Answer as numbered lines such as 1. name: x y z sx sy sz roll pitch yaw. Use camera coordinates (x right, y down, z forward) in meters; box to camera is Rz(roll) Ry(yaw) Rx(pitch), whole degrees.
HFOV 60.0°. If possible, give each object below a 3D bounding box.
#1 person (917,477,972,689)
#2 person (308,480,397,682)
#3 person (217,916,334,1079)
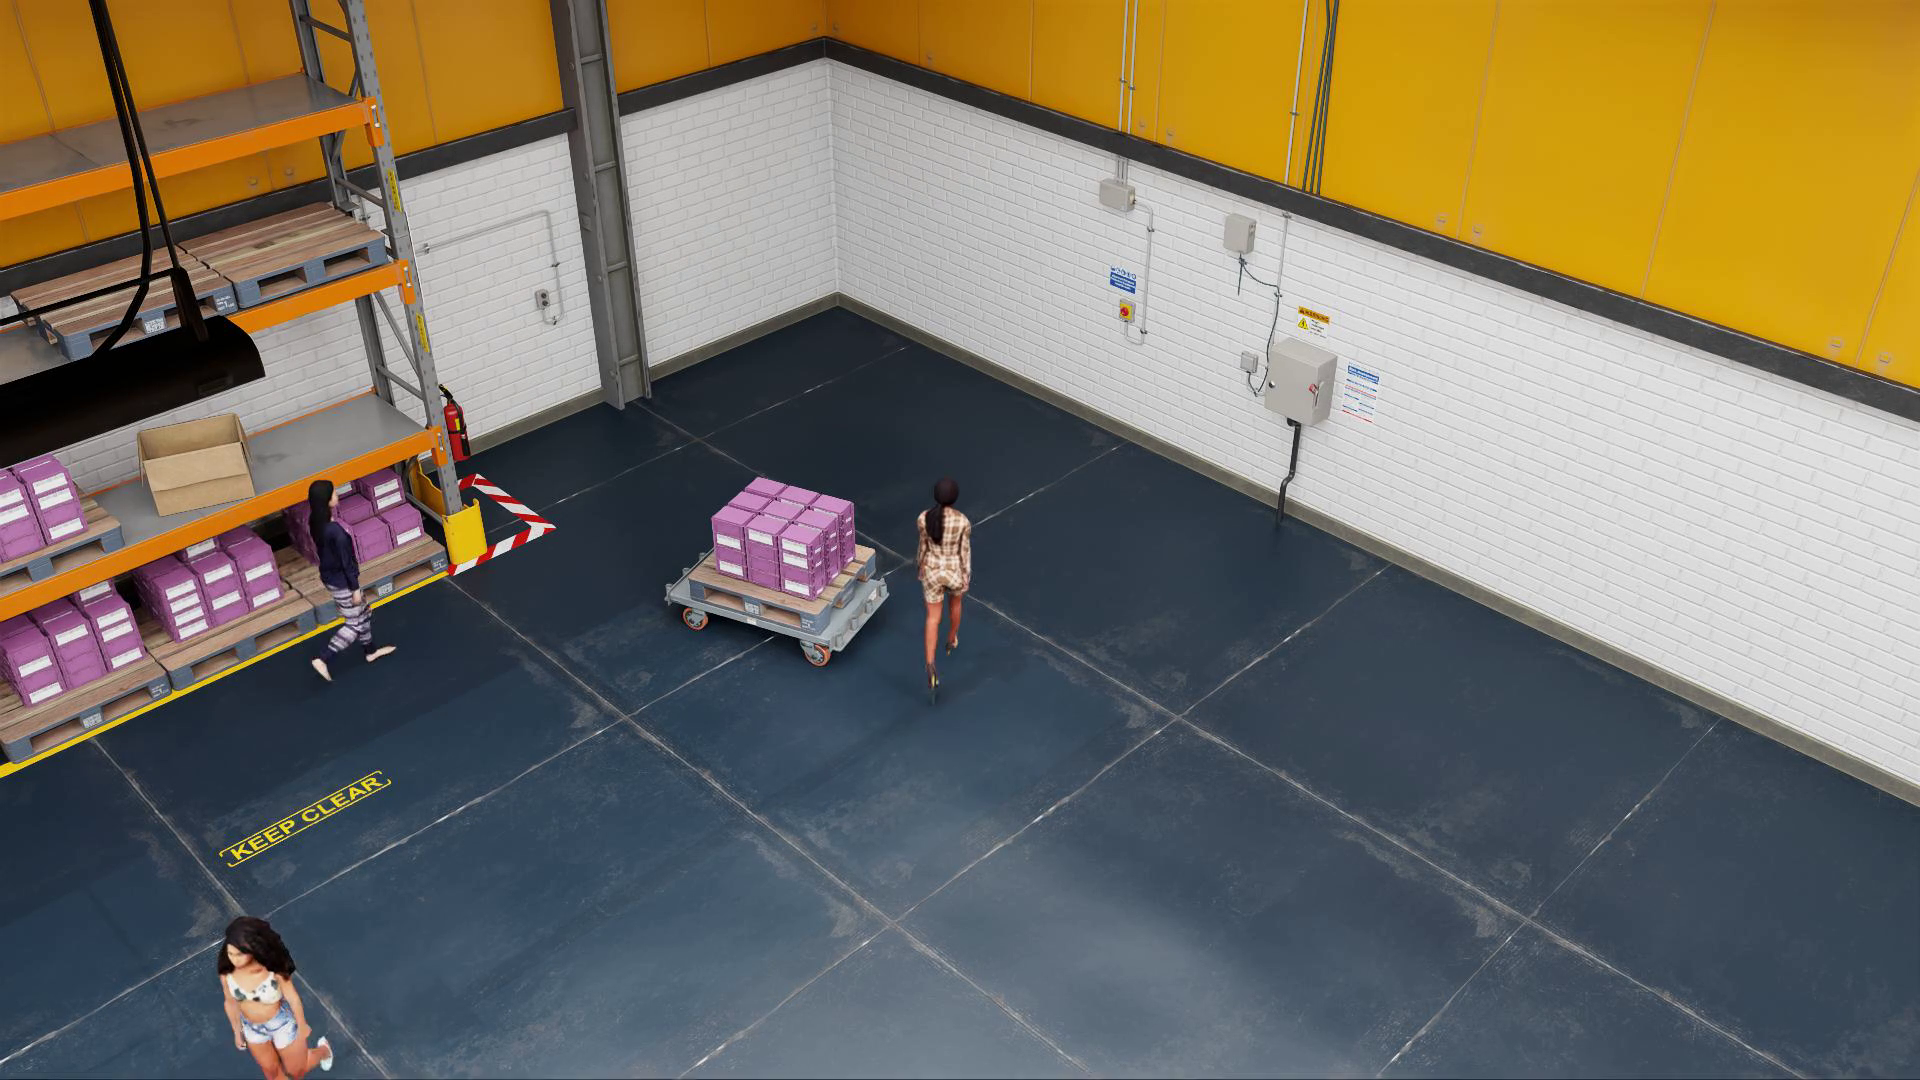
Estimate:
1. person: -0.146 0.344 12.712 0.952 1.764 1.124 7 34 10
2. person: -4.818 0.328 12.778 0.612 1.718 0.907 27 42 34
3. person: -3.825 2.681 9.332 0.807 1.614 0.883 3 34 4
